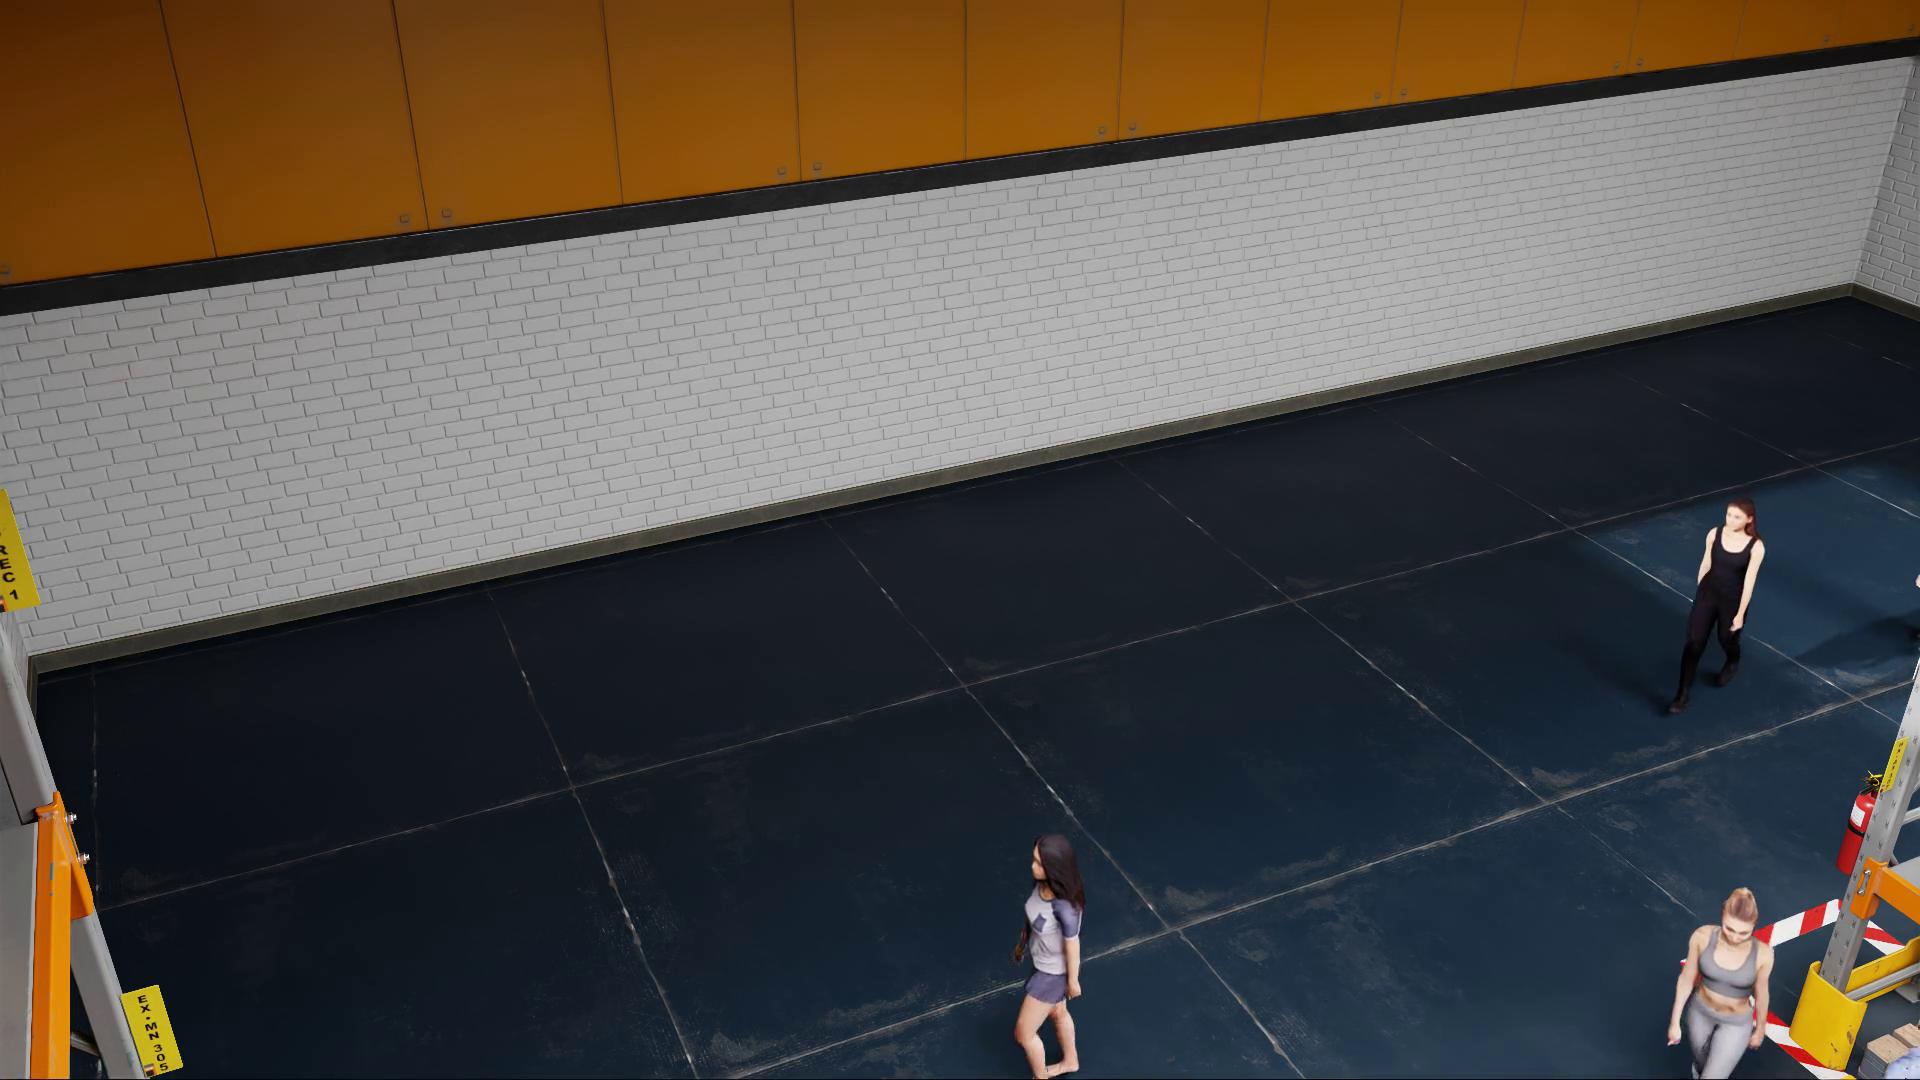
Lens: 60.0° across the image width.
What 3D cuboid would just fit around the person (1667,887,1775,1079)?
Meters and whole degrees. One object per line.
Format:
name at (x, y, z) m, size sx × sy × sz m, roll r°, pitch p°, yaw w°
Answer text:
person at (3.896, 2.409, 8.508) m, size 0.878 × 1.674 × 0.863 m, roll 19°, pitch 34°, yaw 30°

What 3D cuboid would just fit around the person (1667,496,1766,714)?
person at (5.600, 0.447, 12.121) m, size 1.119 × 1.659 × 0.911 m, roll 25°, pitch 37°, yaw 38°

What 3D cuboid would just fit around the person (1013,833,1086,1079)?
person at (0.566, 2.229, 8.818) m, size 0.725 × 1.693 × 0.663 m, roll -6°, pitch 29°, yaw -11°
